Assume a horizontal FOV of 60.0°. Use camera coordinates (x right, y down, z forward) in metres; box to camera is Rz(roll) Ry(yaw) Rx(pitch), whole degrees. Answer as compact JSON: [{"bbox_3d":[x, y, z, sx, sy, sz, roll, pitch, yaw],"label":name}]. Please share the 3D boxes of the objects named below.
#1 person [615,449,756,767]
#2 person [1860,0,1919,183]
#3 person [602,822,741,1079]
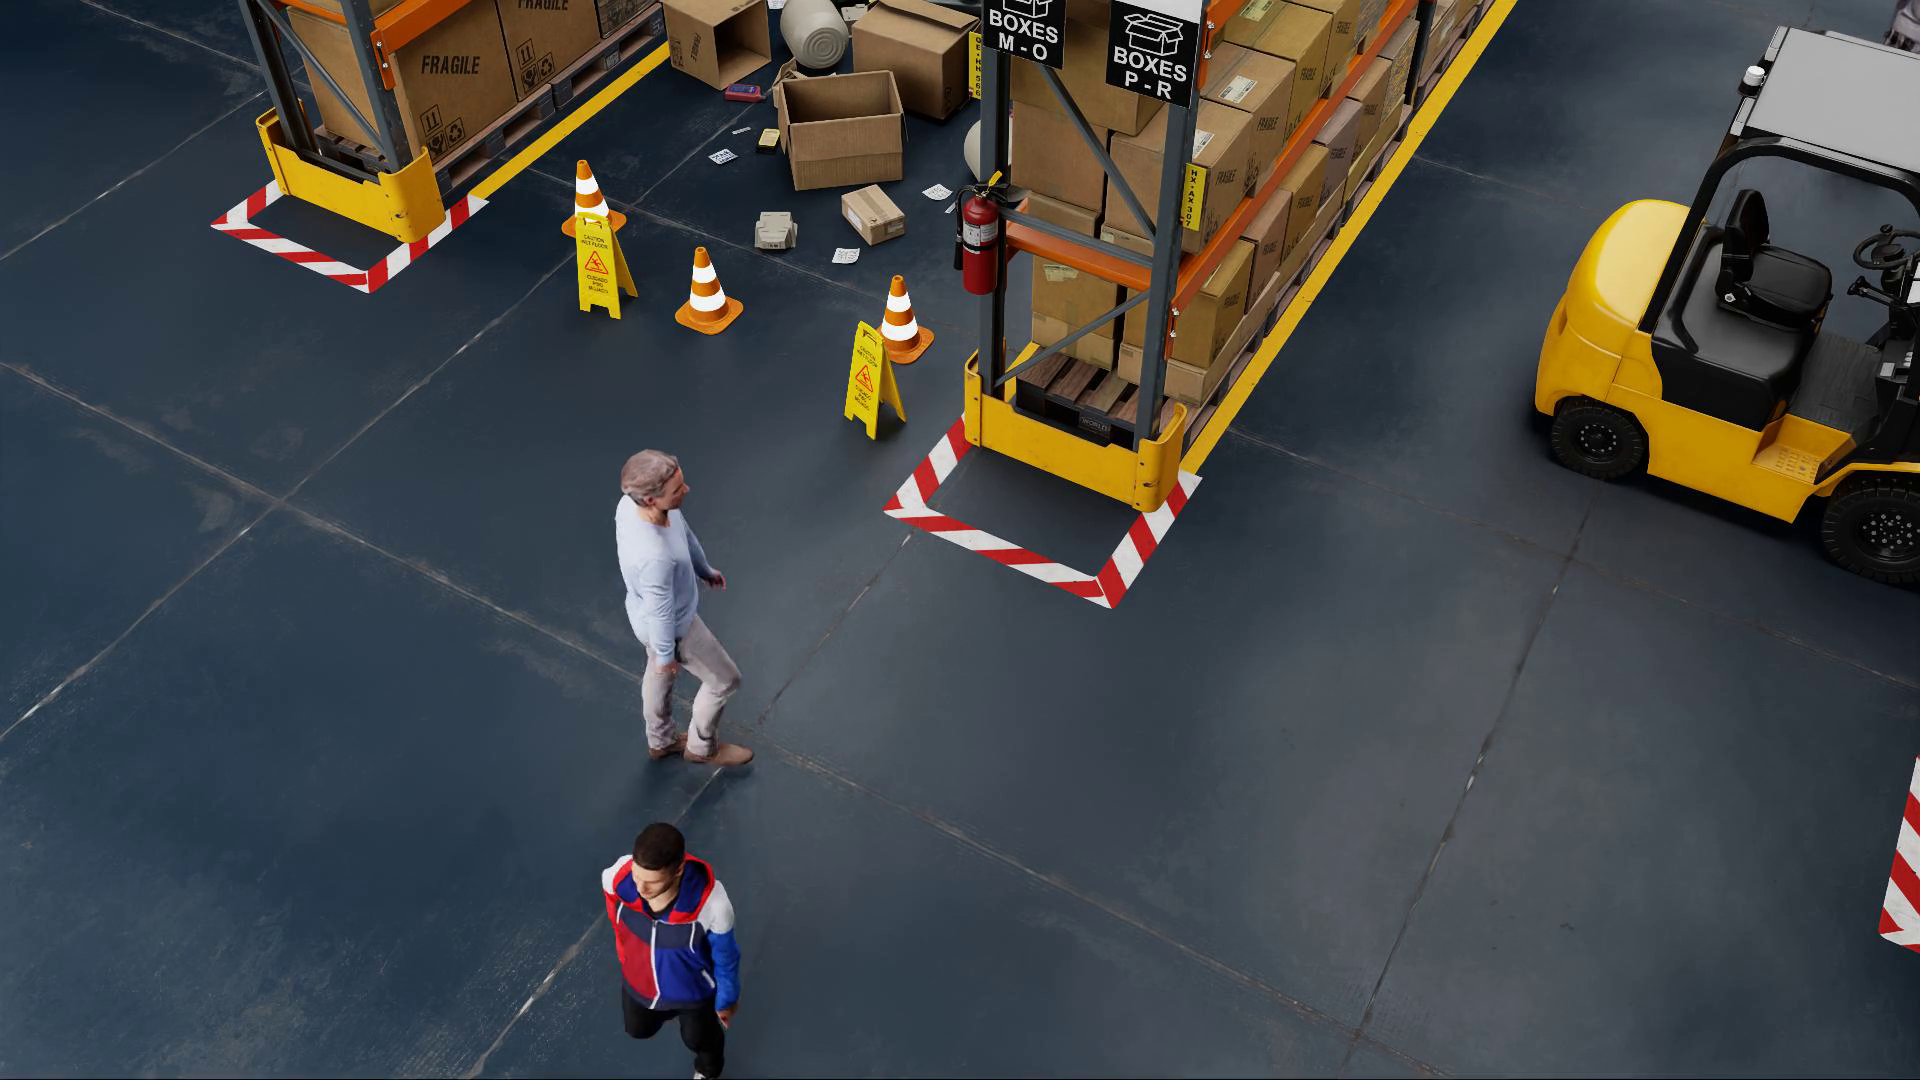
[{"bbox_3d":[-1.314,0.342,6.978,0.880,1.873,0.820,-12,48,-11],"label":"person"},{"bbox_3d":[5.842,-3.047,10.130,0.735,1.847,0.716,-19,50,-17],"label":"person"},{"bbox_3d":[-0.986,1.480,6.011,0.719,1.748,0.816,15,49,14],"label":"person"}]
